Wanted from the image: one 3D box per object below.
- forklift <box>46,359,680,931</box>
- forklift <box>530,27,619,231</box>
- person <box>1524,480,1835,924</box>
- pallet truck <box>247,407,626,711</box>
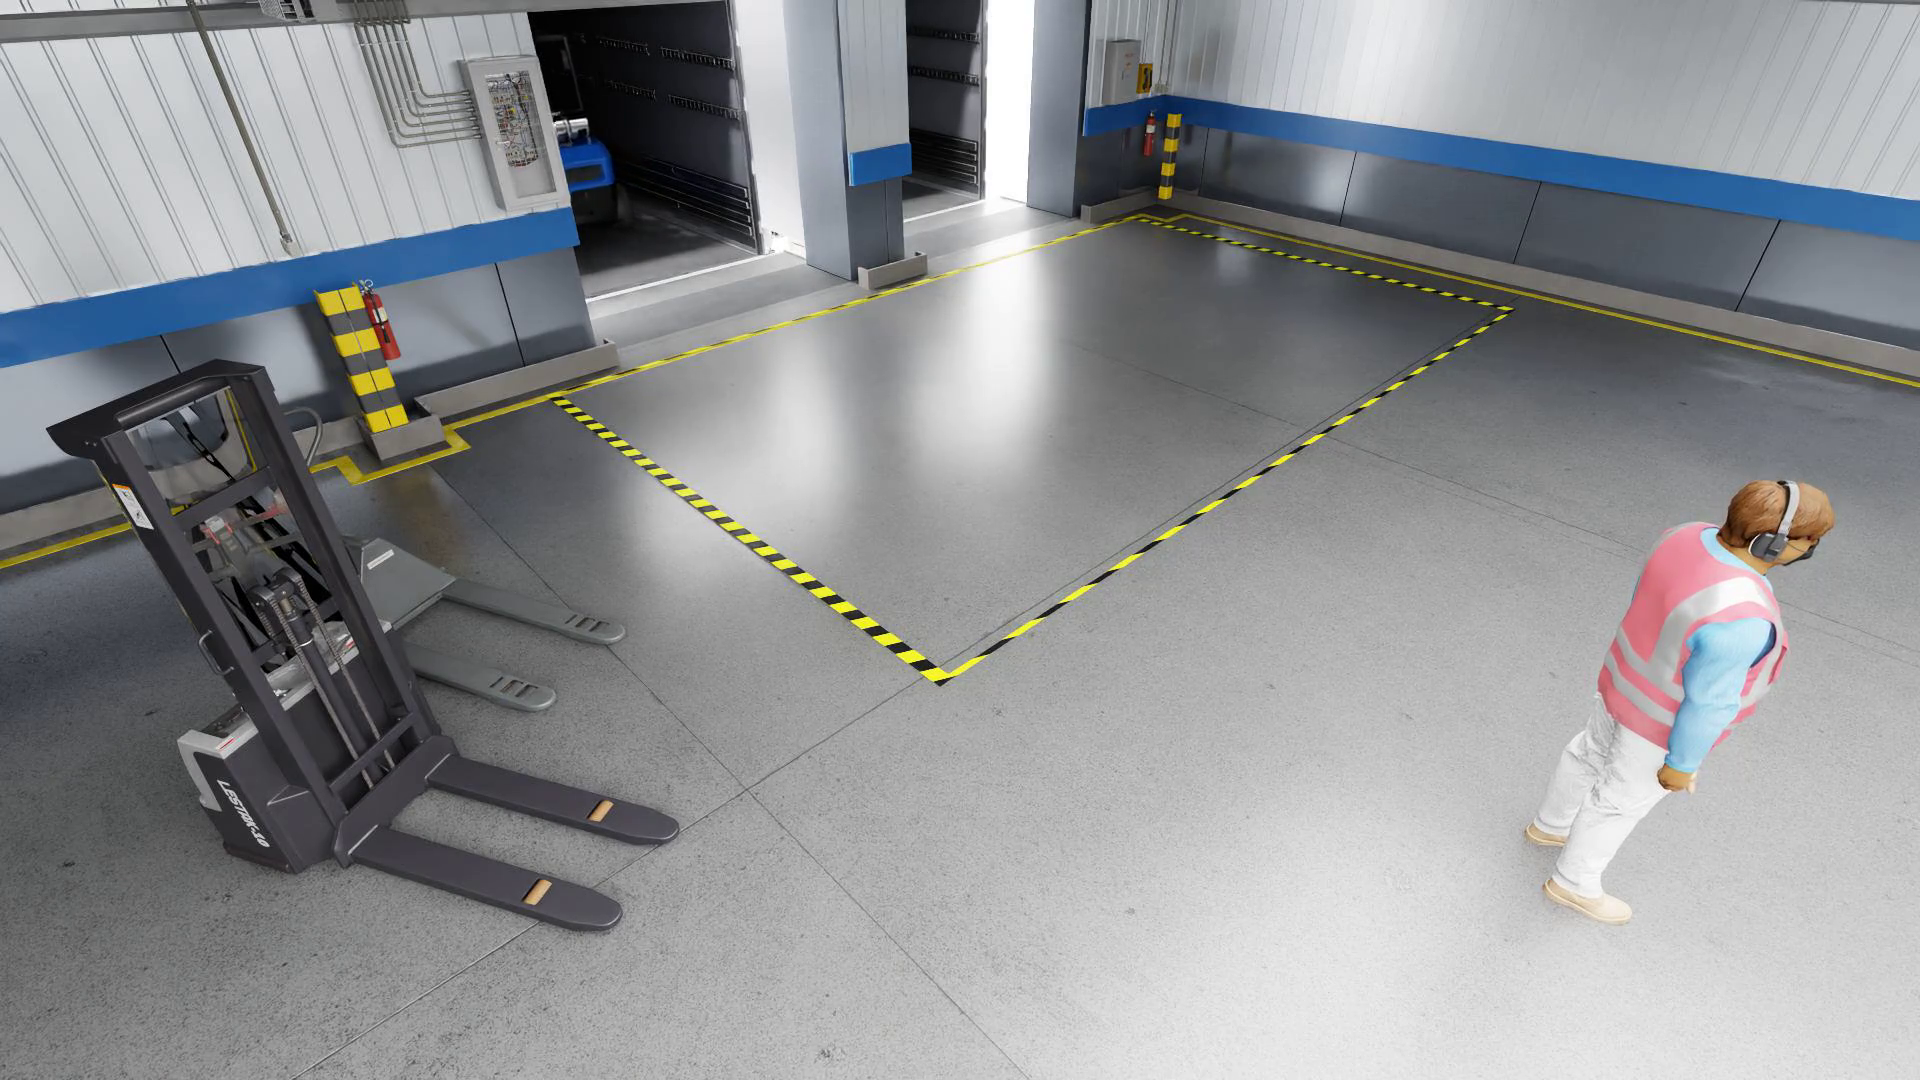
[{"bbox_3d":[-2.135,0.422,3.354,1.885,1.965,0.823,10,35,14],"label":"forklift"},{"bbox_3d":[-5.249,-5.026,11.045,1.157,2.036,2.680,-26,42,-33],"label":"forklift"},{"bbox_3d":[2.483,0.595,3.237,0.429,1.843,0.624,9,35,13],"label":"person"},{"bbox_3d":[-2.628,0.038,4.590,1.601,1.201,0.680,12,36,18],"label":"pallet truck"}]
